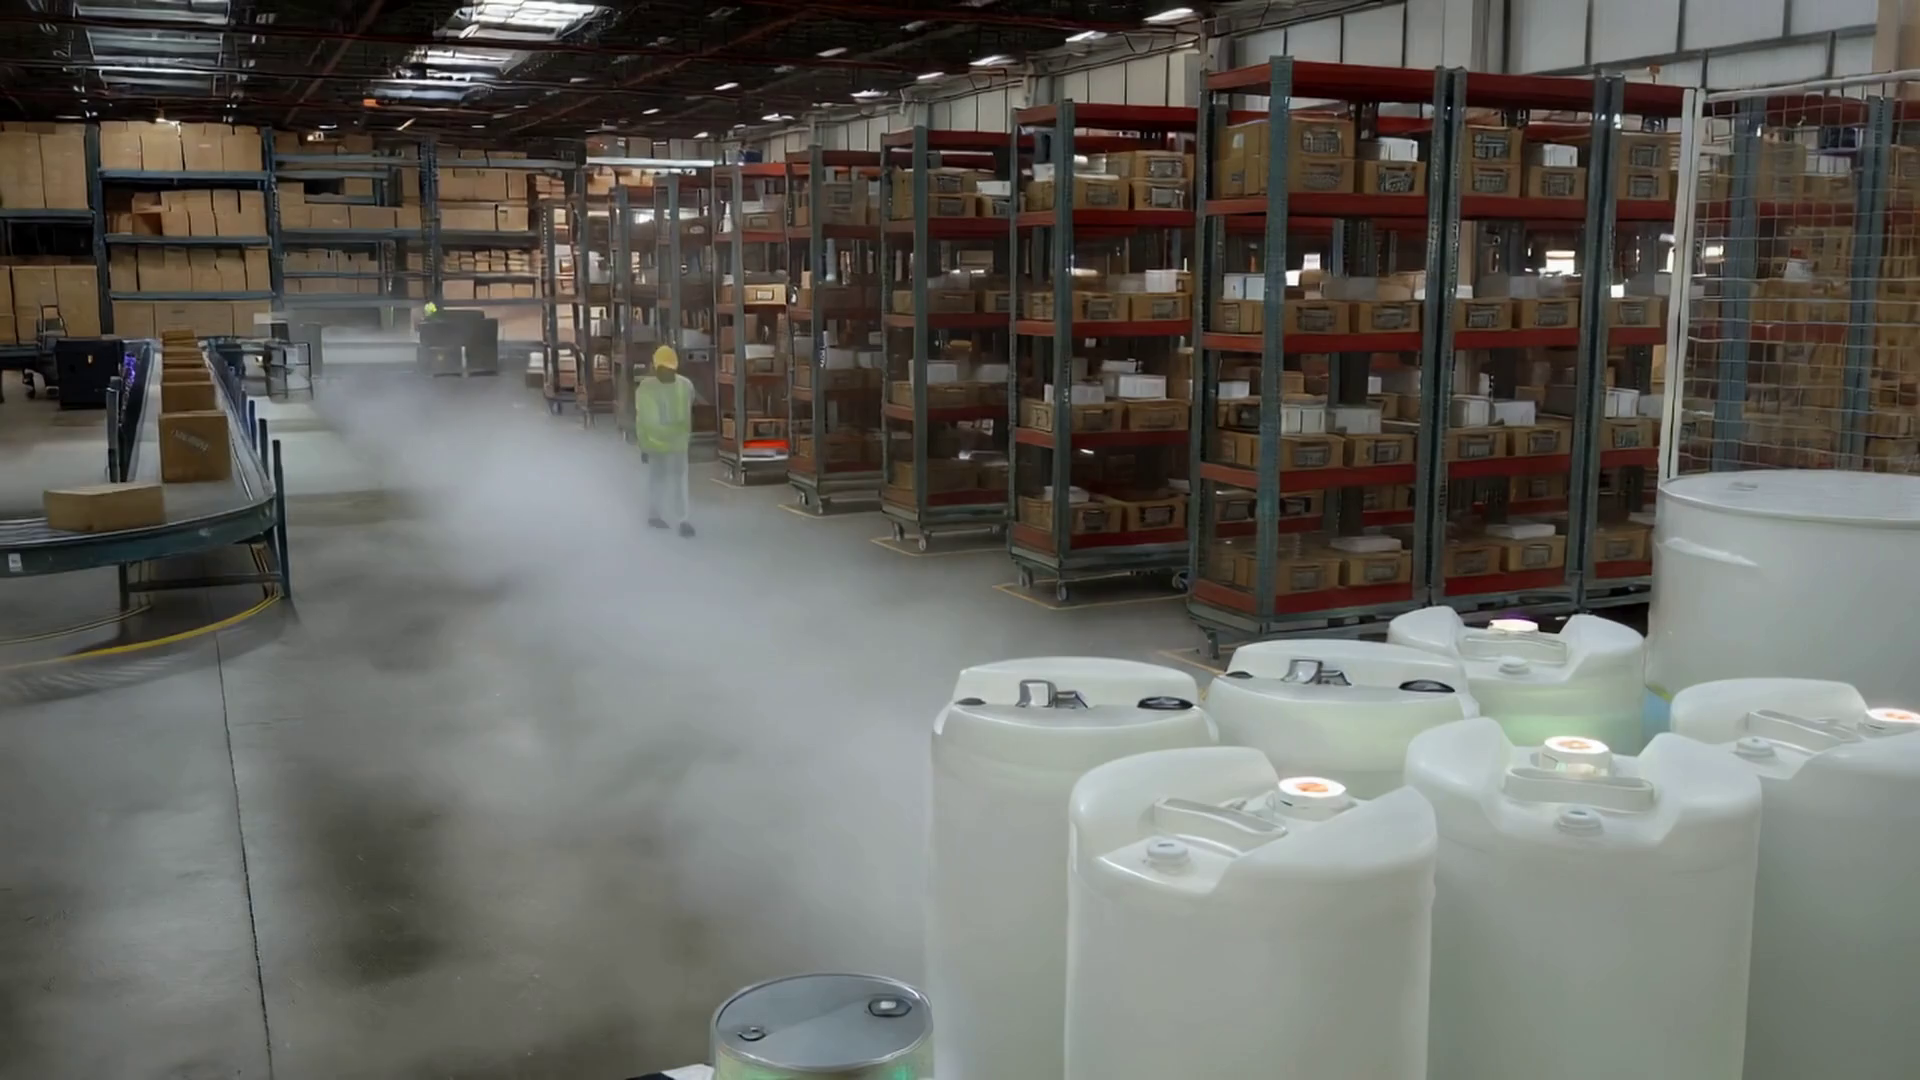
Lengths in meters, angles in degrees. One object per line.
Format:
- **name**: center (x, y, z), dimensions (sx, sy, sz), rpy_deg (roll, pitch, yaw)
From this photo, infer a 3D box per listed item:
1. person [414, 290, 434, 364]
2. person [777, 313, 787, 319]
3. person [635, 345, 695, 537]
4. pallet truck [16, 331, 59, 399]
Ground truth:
- **person**: center (-14.076, -5.587, 43.687), dimensions (0.544, 1.933, 0.376), rpy_deg (2, 9, 11)
- **person**: center (-4.982, -6.001, 46.209), dimensions (0.609, 1.943, 0.402), rpy_deg (5, 10, 27)
- **person**: center (-2.703, -0.910, 15.237), dimensions (0.598, 1.747, 1.007), rpy_deg (-5, 11, -31)
- **pallet truck**: center (-17.082, -3.353, 31.781), dimensions (1.630, 1.274, 0.653), rpy_deg (-4, 10, -25)
